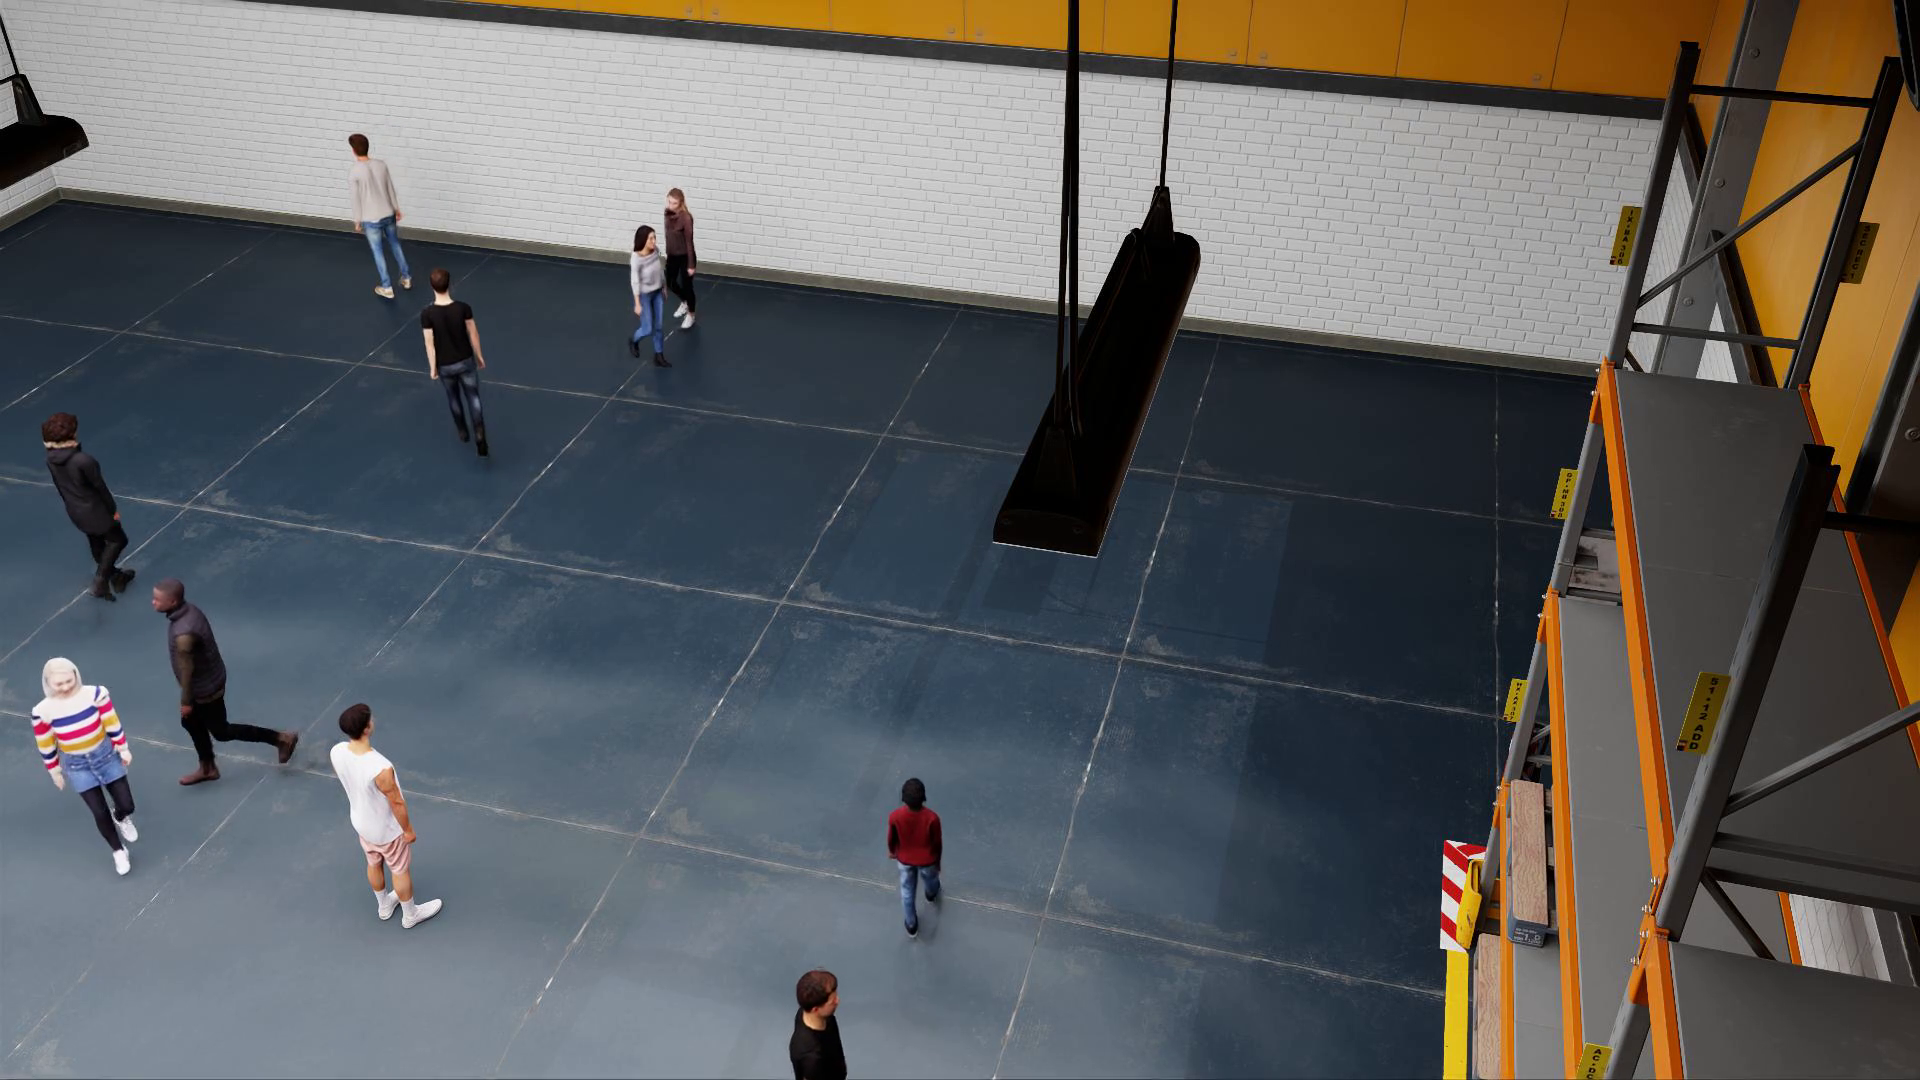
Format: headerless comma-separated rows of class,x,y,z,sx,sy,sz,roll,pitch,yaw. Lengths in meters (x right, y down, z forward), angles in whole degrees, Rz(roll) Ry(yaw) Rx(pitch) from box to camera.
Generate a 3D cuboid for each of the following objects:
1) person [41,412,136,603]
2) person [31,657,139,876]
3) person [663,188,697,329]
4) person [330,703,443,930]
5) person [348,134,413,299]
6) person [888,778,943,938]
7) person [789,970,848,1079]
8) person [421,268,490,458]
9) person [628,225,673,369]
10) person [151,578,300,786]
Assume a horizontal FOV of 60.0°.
person,-7.358,-0.233,14.006,0.633,1.767,0.855,8,34,11
person,-5.958,1.480,11.401,0.837,1.797,0.899,-18,38,-25
person,-3.078,-3.146,18.460,0.775,1.688,0.767,-28,42,-35
person,-3.818,1.820,10.901,0.690,1.787,0.635,16,37,23
person,-6.690,-3.734,19.171,0.869,1.881,0.752,27,42,35
person,-0.293,2.113,10.959,0.606,1.235,0.791,2,34,4
person,-0.781,3.016,9.035,0.824,1.861,0.665,0,34,0
person,-4.863,-1.681,16.089,1.098,1.873,1.227,-13,36,-19
person,-3.362,-2.584,17.677,0.816,1.619,0.796,20,39,27
person,-5.395,1.037,12.057,1.189,1.810,1.142,-16,37,-22
